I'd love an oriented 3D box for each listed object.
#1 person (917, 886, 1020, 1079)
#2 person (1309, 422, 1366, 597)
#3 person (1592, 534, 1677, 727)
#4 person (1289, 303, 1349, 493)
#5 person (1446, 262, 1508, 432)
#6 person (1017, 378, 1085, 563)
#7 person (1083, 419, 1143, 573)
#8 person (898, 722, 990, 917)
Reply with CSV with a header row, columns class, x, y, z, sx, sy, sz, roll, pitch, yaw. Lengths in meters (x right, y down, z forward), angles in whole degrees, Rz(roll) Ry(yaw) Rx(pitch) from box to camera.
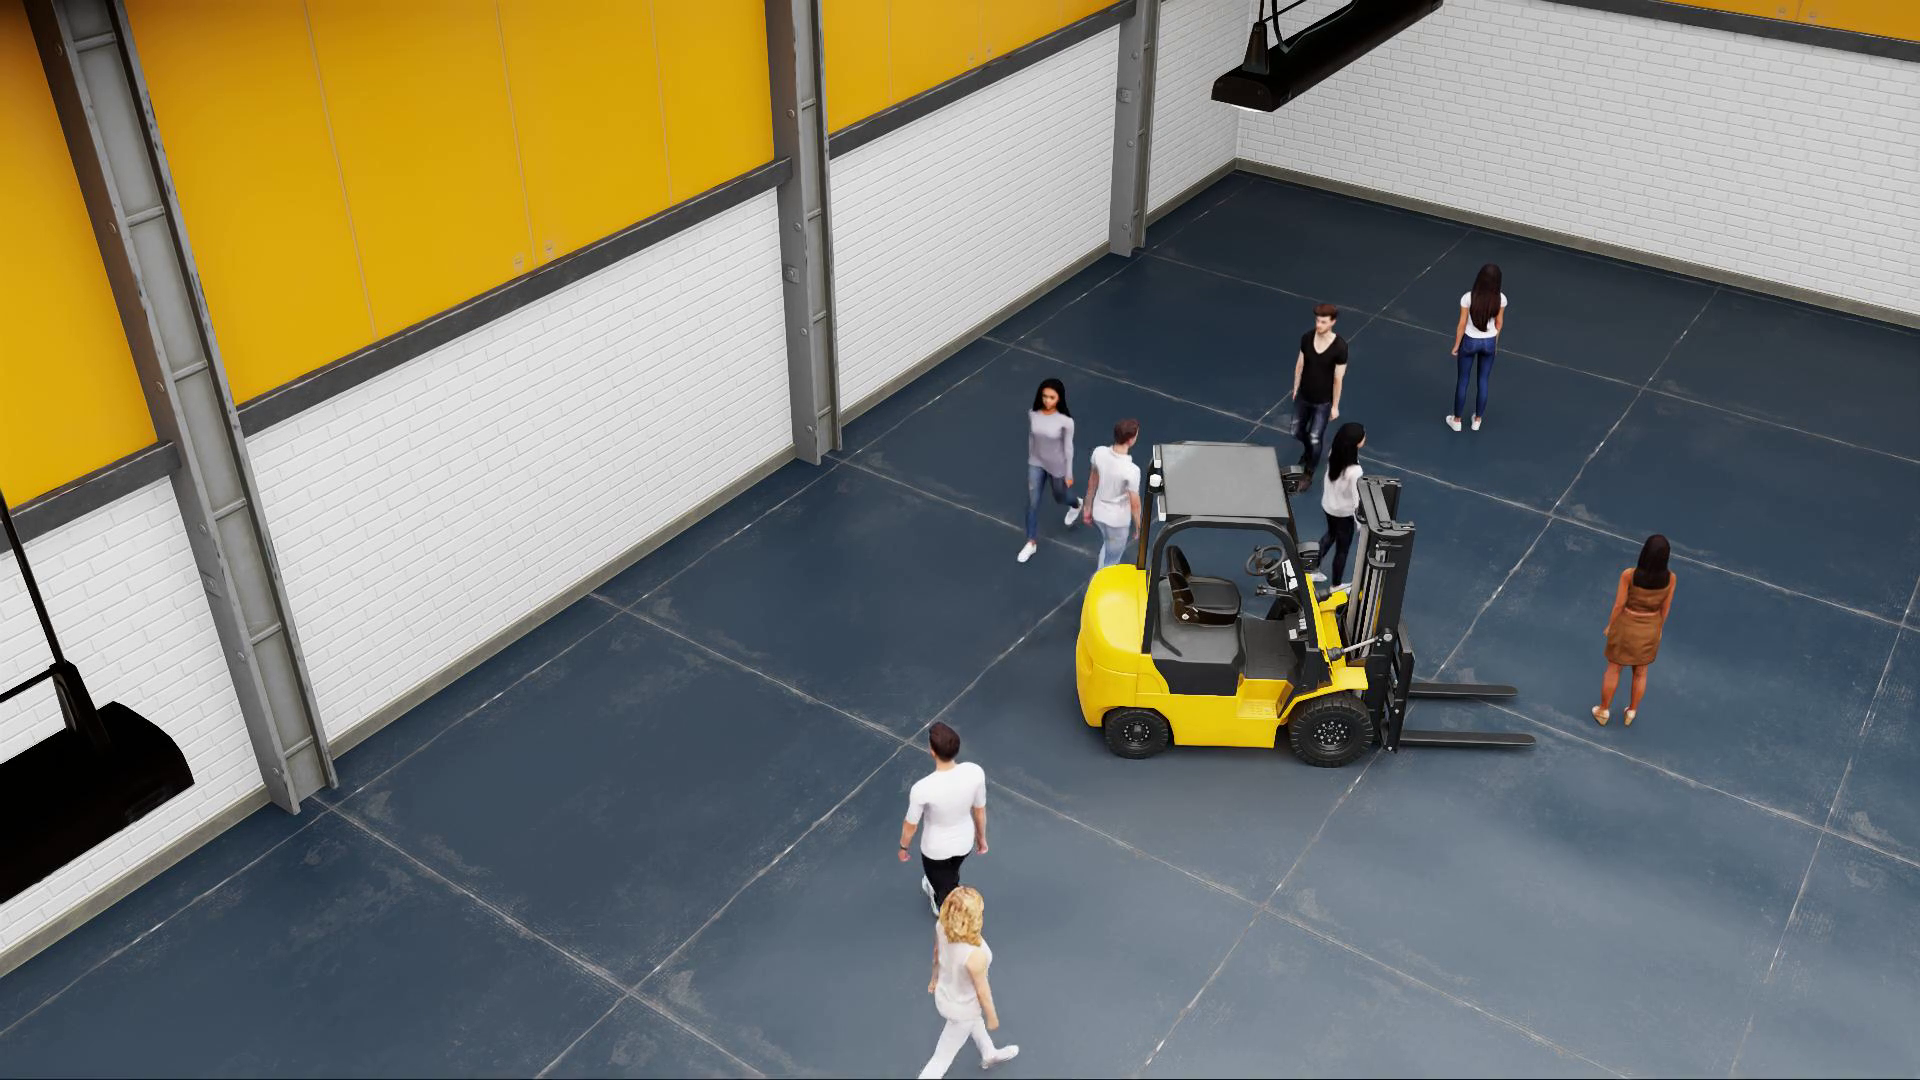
class,x,y,z,sx,sy,sz,roll,pitch,yaw
person,-0.077,2.676,9.559,1.185,1.627,0.937,-17,37,-24
person,3.127,-0.249,13.899,0.808,1.696,0.775,-11,35,-16
person,5.070,0.686,12.499,0.649,1.688,0.665,2,34,3
person,3.354,-1.351,15.387,0.690,1.882,0.831,25,41,32
person,5.070,-1.884,16.288,0.670,1.774,0.682,3,34,4
person,0.832,-0.672,14.531,0.658,1.700,1.130,20,38,27
person,1.182,-0.133,13.597,0.717,1.837,0.742,-28,43,-35
person,-0.052,1.957,10.464,1.081,1.825,1.036,-16,37,-22
